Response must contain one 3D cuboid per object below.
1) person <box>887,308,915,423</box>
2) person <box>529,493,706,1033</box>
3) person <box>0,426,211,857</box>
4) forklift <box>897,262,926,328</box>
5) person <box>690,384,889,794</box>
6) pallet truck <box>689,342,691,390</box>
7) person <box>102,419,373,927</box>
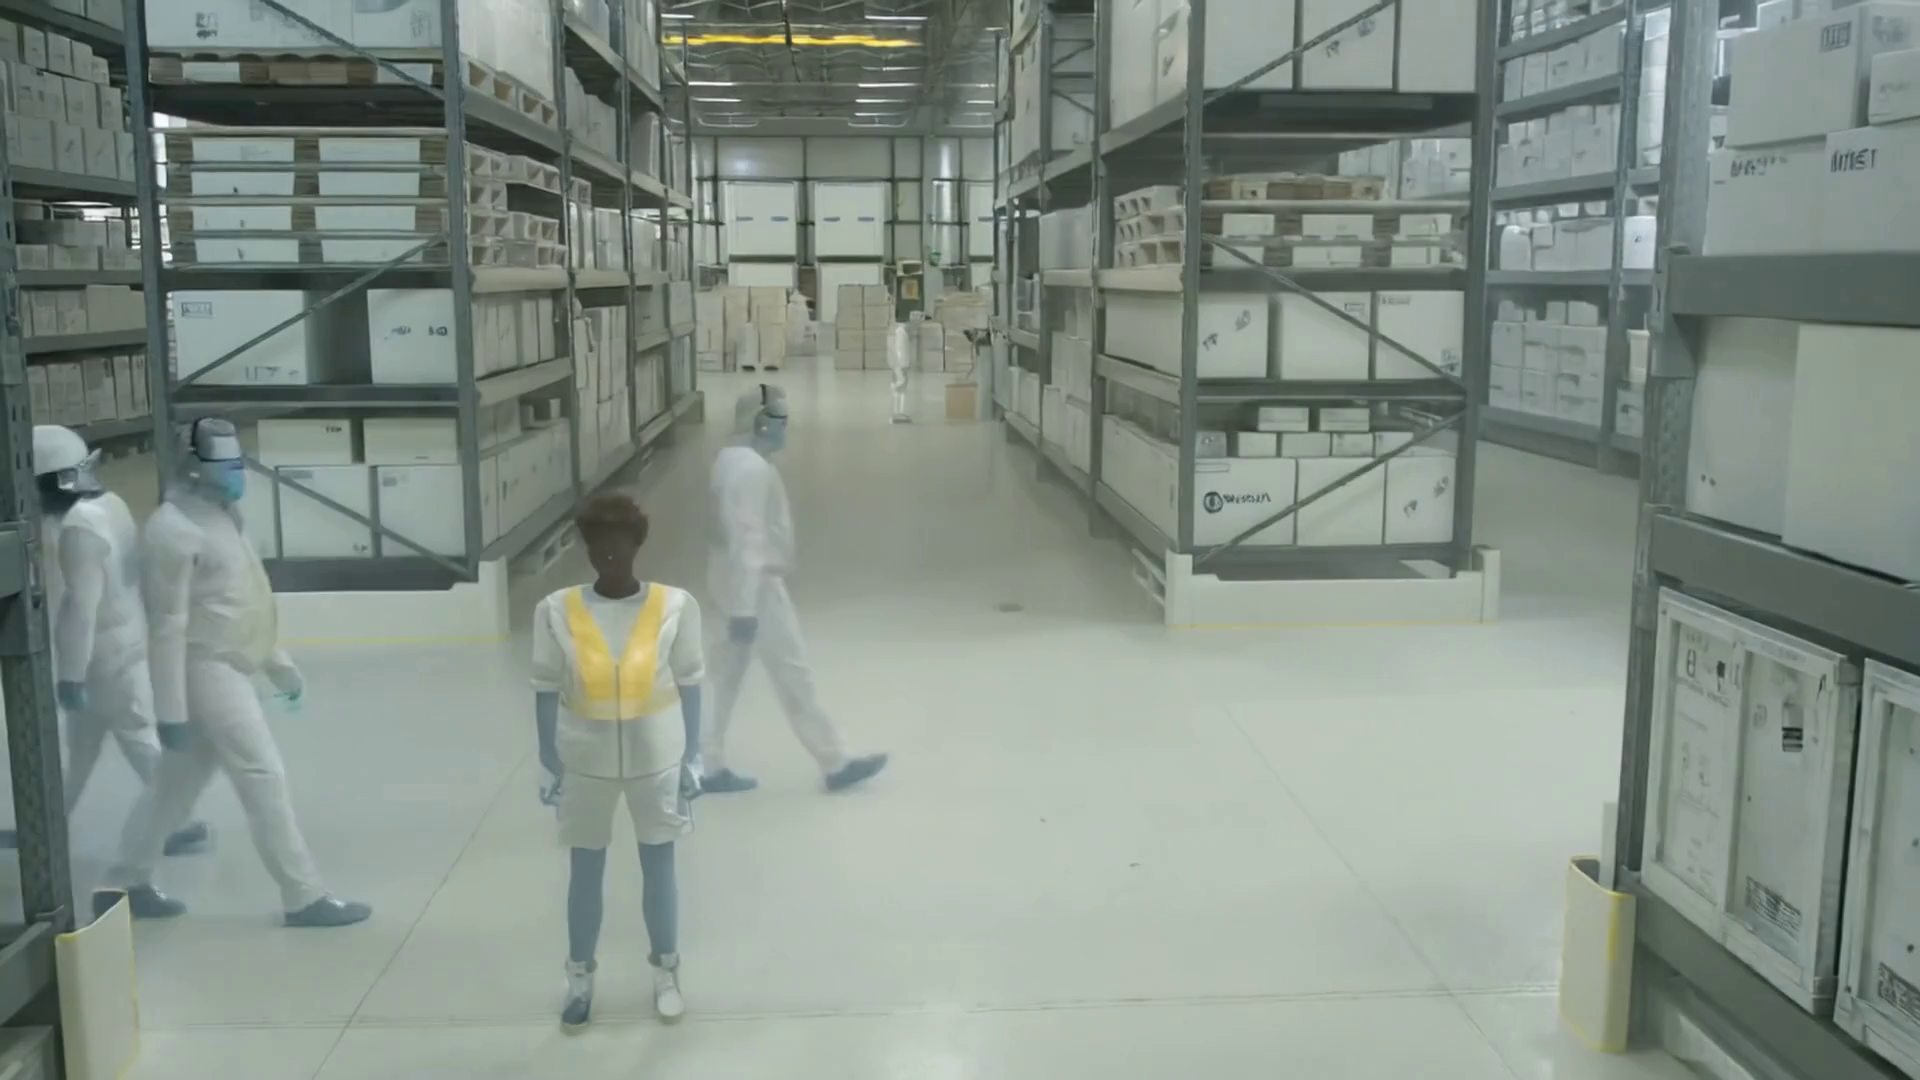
[{"bbox_3d":[-0.934,-2.786,26.579,0.429,1.841,0.633,-3,10,-18],"label":"person"},{"bbox_3d":[-1.059,0.691,5.193,0.540,1.695,0.317,-2,9,-11],"label":"person"},{"bbox_3d":[-3.461,0.432,6.576,0.874,1.773,0.656,-3,10,-18],"label":"person"},{"bbox_3d":[-1.780,-8.547,59.499,1.129,2.768,1.873,-1,9,-4],"label":"forklift"},{"bbox_3d":[-0.808,0.231,7.538,0.947,1.860,0.682,-3,9,-16],"label":"person"},{"bbox_3d":[-5.225,-3.008,27.480,1.885,1.965,0.823,2,9,14],"label":"pallet truck"},{"bbox_3d":[-2.696,0.489,5.973,0.984,1.866,0.644,-1,9,-8],"label":"person"}]
